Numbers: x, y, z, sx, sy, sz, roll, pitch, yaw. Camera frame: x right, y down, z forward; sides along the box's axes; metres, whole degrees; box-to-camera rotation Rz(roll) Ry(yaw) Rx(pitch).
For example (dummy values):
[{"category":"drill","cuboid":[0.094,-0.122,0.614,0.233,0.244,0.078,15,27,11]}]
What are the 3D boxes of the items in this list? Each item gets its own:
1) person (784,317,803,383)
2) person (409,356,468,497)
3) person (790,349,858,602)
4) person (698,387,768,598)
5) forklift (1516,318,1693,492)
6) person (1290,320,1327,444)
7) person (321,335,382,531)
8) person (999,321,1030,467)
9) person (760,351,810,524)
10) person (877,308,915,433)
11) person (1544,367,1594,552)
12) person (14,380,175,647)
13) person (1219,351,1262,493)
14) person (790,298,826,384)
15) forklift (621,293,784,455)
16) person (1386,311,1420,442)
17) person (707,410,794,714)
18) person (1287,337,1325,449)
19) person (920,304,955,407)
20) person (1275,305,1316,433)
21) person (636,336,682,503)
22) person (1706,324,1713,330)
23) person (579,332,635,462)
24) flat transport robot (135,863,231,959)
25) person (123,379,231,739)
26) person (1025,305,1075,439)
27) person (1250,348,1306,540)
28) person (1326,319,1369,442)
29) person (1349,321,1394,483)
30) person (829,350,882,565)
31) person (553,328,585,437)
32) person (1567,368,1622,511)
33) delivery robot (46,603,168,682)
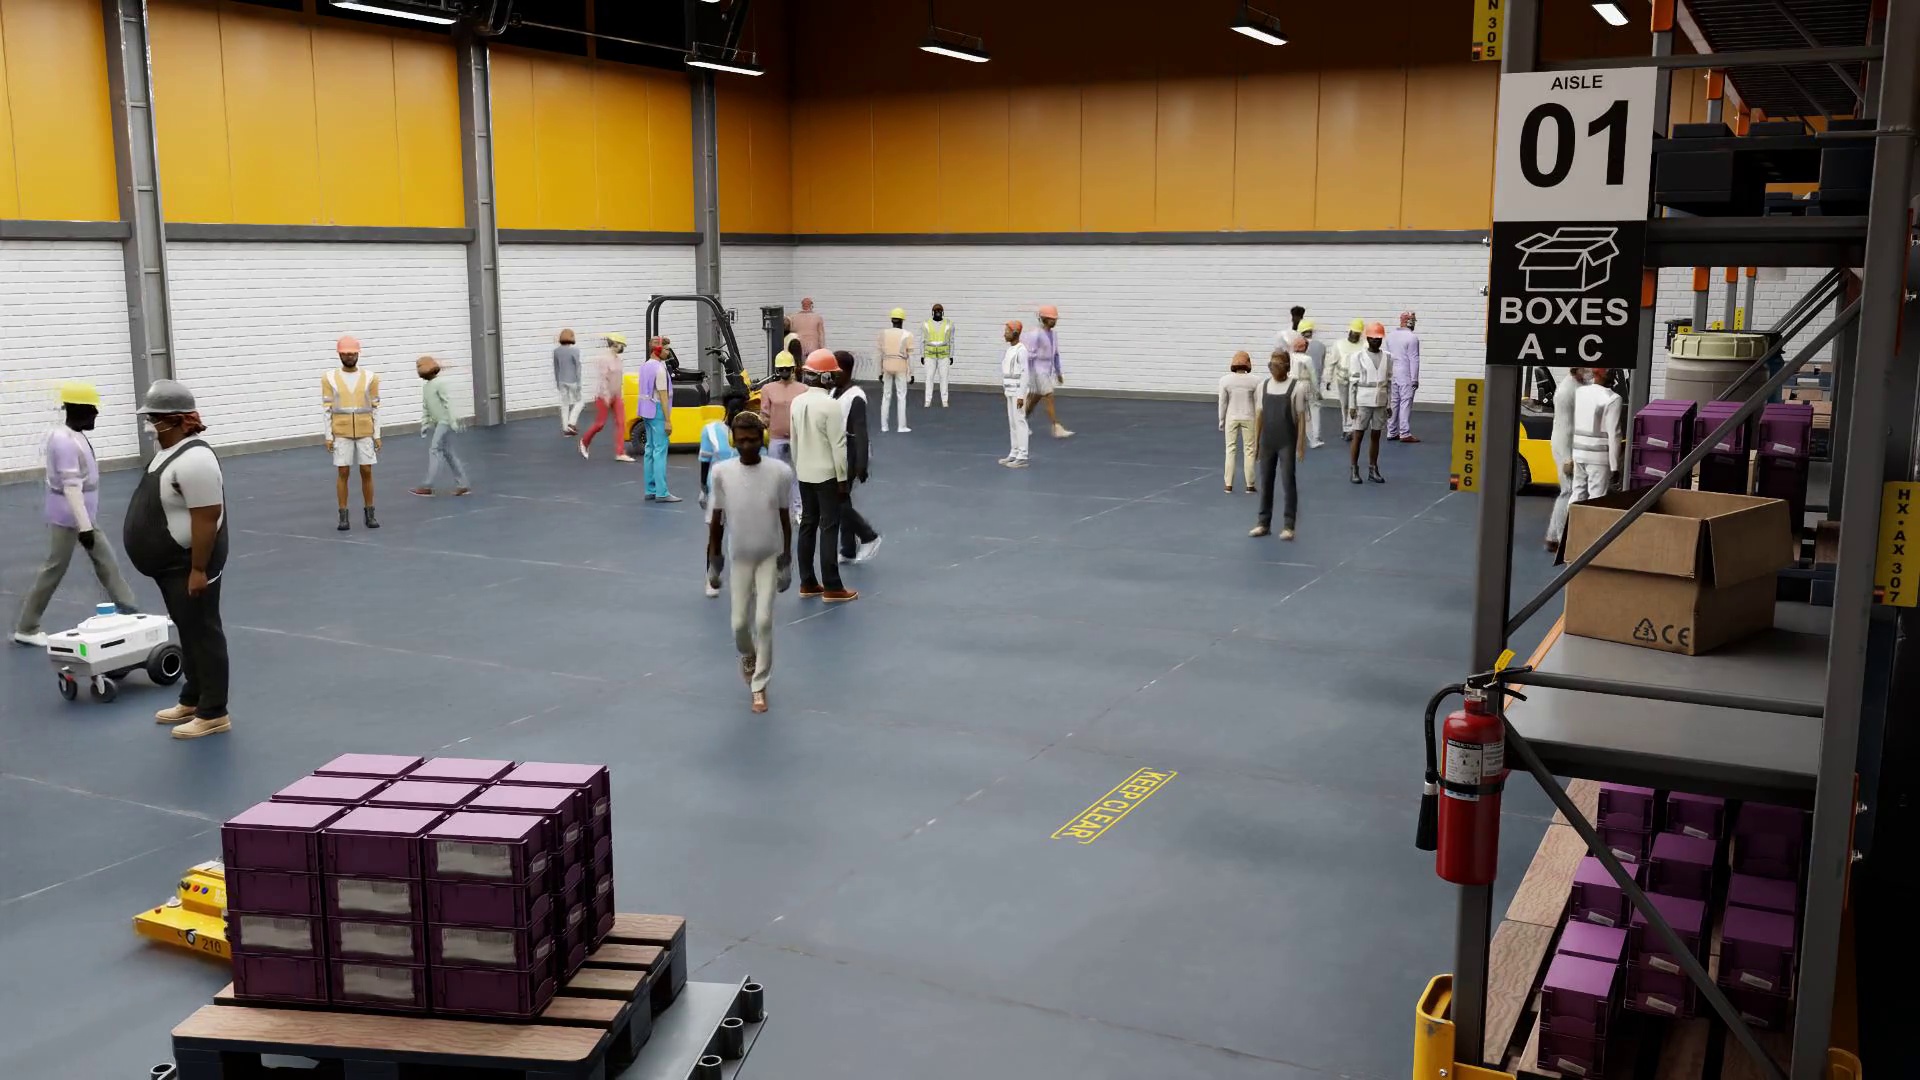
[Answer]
[{"category":"person","cuboid":[-2.654,-2.458,25.028,0.973,1.788,0.654,-6,11,-30]},{"category":"person","cuboid":[-5.915,-1.269,18.746,0.716,1.580,0.560,-6,11,-31]},{"category":"person","cuboid":[-1.089,-0.507,13.143,0.377,1.995,0.608,-9,14,-44]},{"category":"person","cuboid":[-1.800,-0.385,13.307,0.572,1.694,0.342,-2,10,-9]},{"category":"forklift","cuboid":[7.066,-1.601,18.899,2.313,2.155,1.214,5,11,27]},{"category":"person","cuboid":[4.981,-2.285,24.046,0.602,1.779,0.921,-2,10,-13]},{"category":"person","cuboid":[-6.050,-1.064,16.574,0.554,1.940,0.477,-5,11,-24]},{"category":"person","cuboid":[0.713,-1.873,21.376,0.349,1.882,0.577,-3,10,-14]},{"category":"person","cuboid":[-1.755,-1.027,16.816,0.525,1.768,0.316,-1,10,-8]},{"category":"person","cuboid":[-0.982,-2.604,25.540,0.599,1.913,0.423,3,10,17]},{"category":"person","cuboid":[5.507,-0.772,14.982,0.449,1.914,0.726,9,13,41]},{"category":"person","cuboid":[-6.168,-0.186,11.656,1.032,1.869,0.617,-3,10,-17]},{"category":"person","cuboid":[3.212,-1.350,19.066,0.499,1.633,0.282,2,10,14]},{"category":"person","cuboid":[-2.867,-3.607,31.347,0.686,1.907,0.402,1,10,3]},{"category":"forklift","cuboid":[-3.588,-2.317,23.042,2.313,2.155,1.214,-1,10,-5]},{"category":"person","cuboid":[6.483,-2.375,24.215,0.403,1.906,0.651,-4,11,-22]},{"category":"person","cuboid":[-1.268,0.105,10.095,0.523,1.839,0.629,-1,10,-5]},{"category":"person","cuboid":[4.729,-2.023,23.121,0.892,1.582,0.536,-3,10,-19]},{"category":"person","cuboid":[-0.407,-3.280,29.632,0.627,1.847,0.429,0,10,0]},{"category":"person","cuboid":[5.130,-2.614,25.459,0.617,1.948,0.443,0,10,-2]},{"category":"person","cuboid":[-3.353,-1.328,18.350,0.389,1.837,0.563,-7,12,-34]},{"category":"person","cuboid":[9.013,-1.647,19.997,0.651,1.907,0.409,1,10,5]},{"category":"person","cuboid":[-4.671,-1.897,21.993,0.789,1.712,0.549,5,11,27]},{"category":"flat transport robot","cuboid":[-2.673,1.399,7.096,0.652,0.197,1.431,5,11,27]},{"category":"person","cuboid":[-4.460,0.103,9.480,0.537,2.000,0.674,-7,12,-34]},{"category":"person","cuboid":[1.248,-2.508,24.809,1.068,1.979,0.610,6,11,31]},{"category":"person","cuboid":[3.058,-0.924,15.991,0.514,1.843,0.327,7,12,35]},{"category":"person","cuboid":[5.690,-2.329,24.304,0.614,1.772,0.894,4,11,24]},{"category":"person","cuboid":[4.913,-1.634,19.832,0.549,1.936,0.377,-2,10,-11]},{"category":"person","cuboid":[-1.017,-0.710,14.584,0.443,1.904,0.593,-4,10,-20]},{"category":"person","cuboid":[-5.857,-2.351,24.894,0.522,1.615,0.350,5,11,26]},{"category":"person","cuboid":[5.570,-0.695,14.597,0.358,1.879,0.578,-4,11,-21]},{"category":"delivery robot","cuboid":[-5.326,0.638,10.406,0.477,0.478,0.707,4,11,20]}]
